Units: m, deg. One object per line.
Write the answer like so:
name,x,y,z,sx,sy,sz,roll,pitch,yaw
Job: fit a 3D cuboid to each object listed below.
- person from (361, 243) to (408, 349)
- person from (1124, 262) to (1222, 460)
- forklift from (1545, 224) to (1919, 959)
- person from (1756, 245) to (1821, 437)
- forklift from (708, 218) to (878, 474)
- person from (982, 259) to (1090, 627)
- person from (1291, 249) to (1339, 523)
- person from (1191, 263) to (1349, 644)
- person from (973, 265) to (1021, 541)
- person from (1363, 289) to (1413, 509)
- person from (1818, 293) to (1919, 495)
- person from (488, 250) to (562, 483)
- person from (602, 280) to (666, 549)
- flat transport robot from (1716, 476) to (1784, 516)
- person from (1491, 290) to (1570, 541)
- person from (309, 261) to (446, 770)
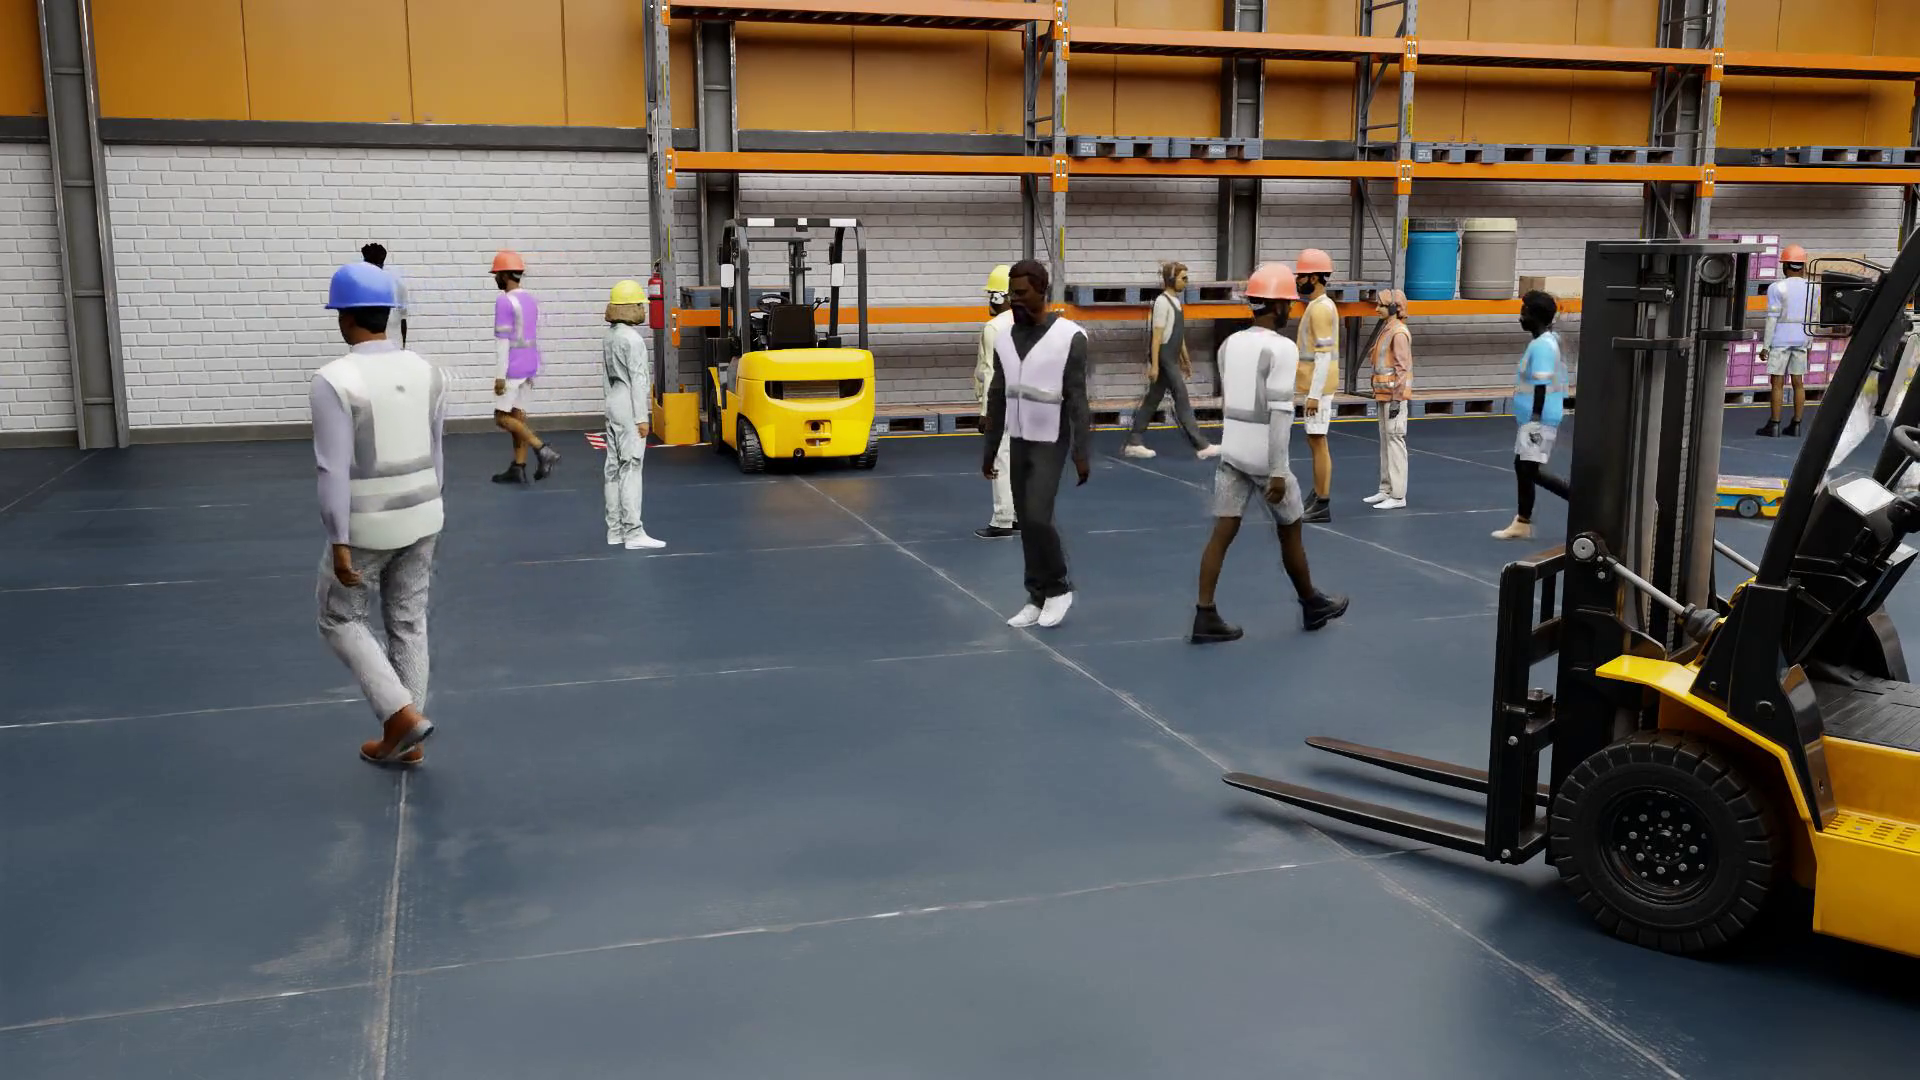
person,-5.515,-1.832,15.820,0.367,1.966,0.607,6,12,31
person,1.953,-1.621,15.141,0.983,1.789,0.535,3,11,18
forklift,2.909,0.117,4.508,2.313,2.155,1.214,9,14,40
person,8.375,-2.005,16.848,0.542,1.938,0.358,-1,10,-7
forklift,-1.522,-1.778,14.899,1.214,2.155,2.313,-3,11,-17
person,0.390,-0.481,8.580,0.460,1.903,0.637,-10,14,-44
person,2.498,-1.086,11.815,0.375,1.935,0.553,2,11,12
person,1.551,-0.434,8.373,0.975,1.882,0.569,-6,12,-31
person,0.299,-0.911,11.136,0.404,1.833,0.587,6,12,31
person,3.213,-1.048,12.417,0.311,1.638,0.522,0,10,2
person,7.033,-1.182,12.737,0.971,1.799,0.639,2,10,9
person,-3.576,-1.389,13.530,0.557,1.918,0.561,2,11,11
person,-2.157,-0.817,10.863,0.310,1.744,0.486,-7,12,-34
flat transport robot,5.528,-0.357,12.382,1.431,0.197,0.652,5,11,25
person,3.866,-0.794,10.914,0.570,1.682,0.541,2,11,13
person,-2.163,-0.068,6.231,0.455,1.929,0.617,7,12,33
